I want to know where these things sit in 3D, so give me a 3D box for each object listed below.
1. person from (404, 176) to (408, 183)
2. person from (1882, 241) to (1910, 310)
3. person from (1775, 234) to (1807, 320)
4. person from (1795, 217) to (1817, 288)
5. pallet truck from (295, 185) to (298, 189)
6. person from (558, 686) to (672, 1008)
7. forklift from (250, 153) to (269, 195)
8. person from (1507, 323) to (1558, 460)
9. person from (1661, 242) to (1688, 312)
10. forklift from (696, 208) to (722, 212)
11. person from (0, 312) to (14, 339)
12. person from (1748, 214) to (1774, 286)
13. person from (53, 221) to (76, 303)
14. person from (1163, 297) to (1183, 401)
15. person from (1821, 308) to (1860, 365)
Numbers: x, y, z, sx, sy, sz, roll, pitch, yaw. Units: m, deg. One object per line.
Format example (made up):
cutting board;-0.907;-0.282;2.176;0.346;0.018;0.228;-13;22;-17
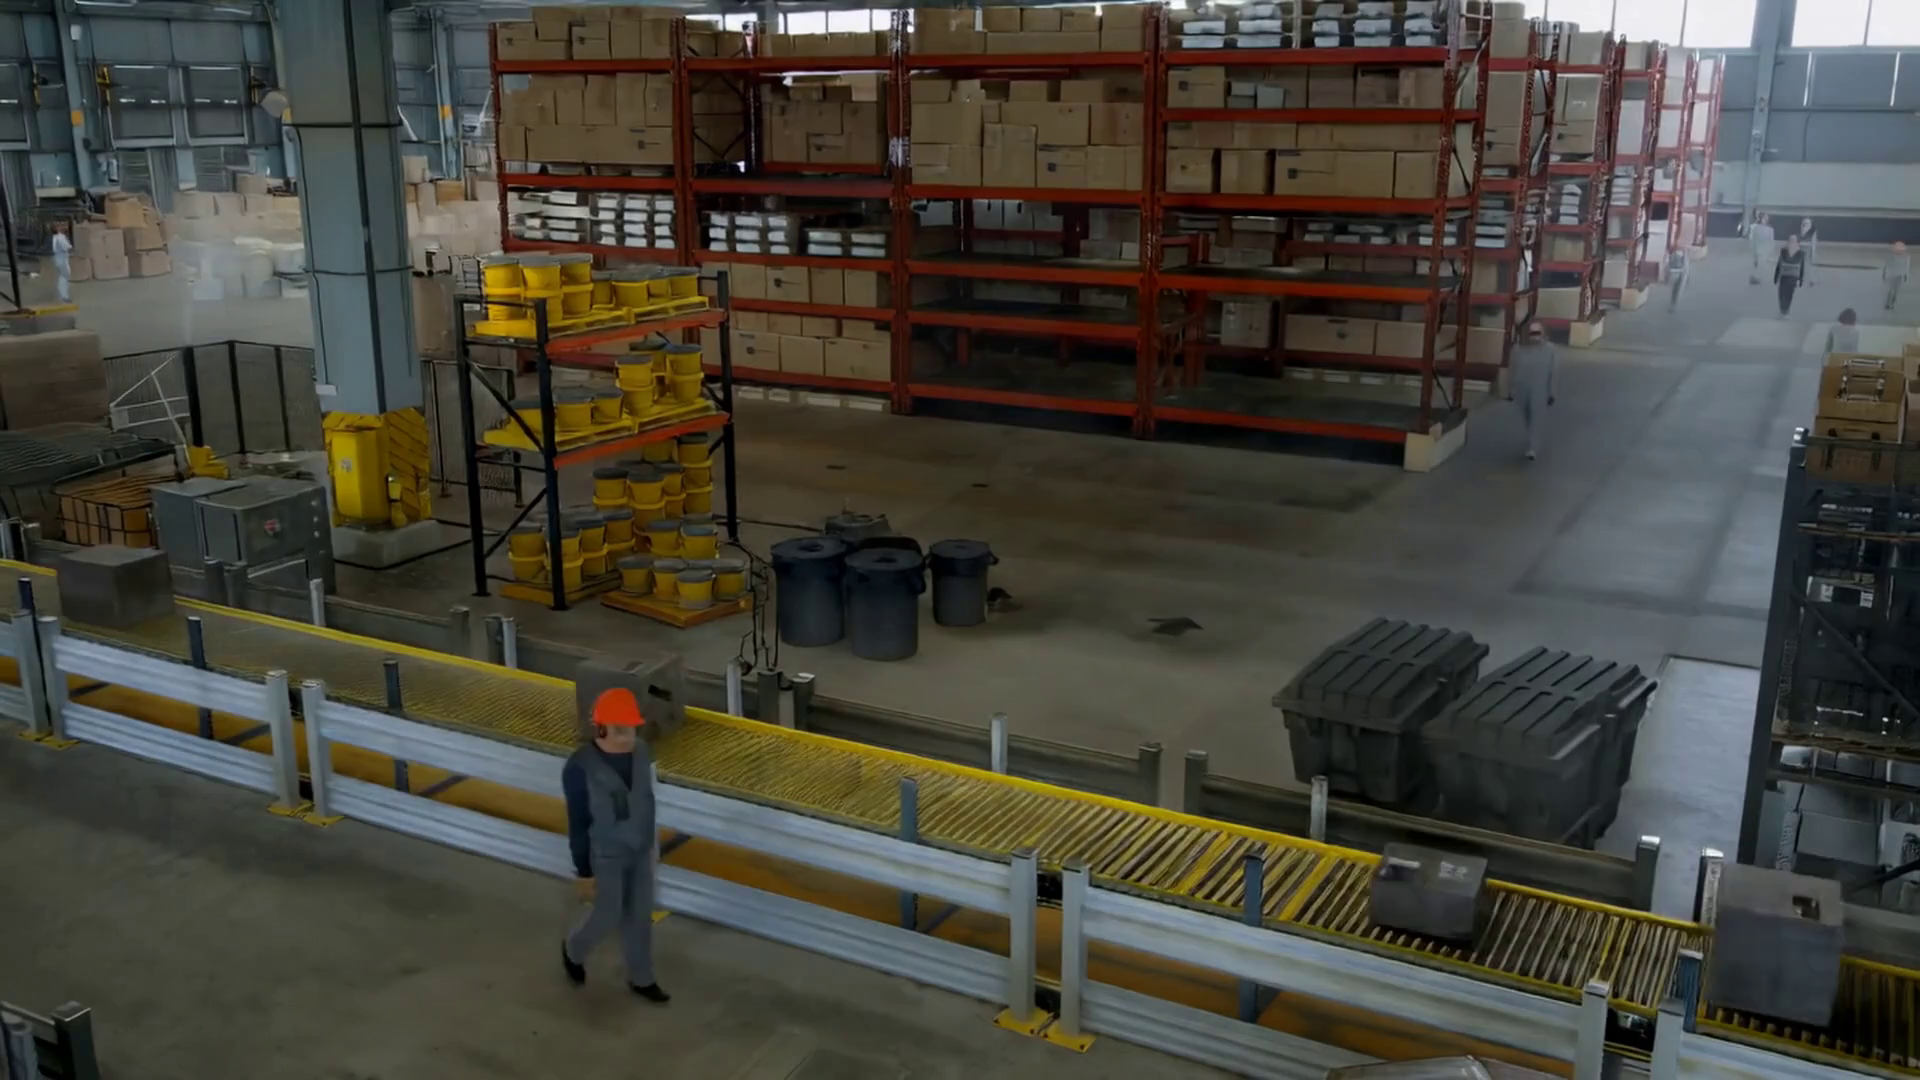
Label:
person;-23.887;-14.959;71.332;0.651;1.850;0.456;6;16;23
person;21.631;-6.102;38.461;0.528;1.600;0.739;9;17;31
person;18.424;-5.843;36.949;0.591;1.904;0.463;12;19;37
person;21.890;-7.439;43.109;0.445;1.819;0.578;-6;16;-23
pallet truck;-26.804;-14.617;69.738;1.885;1.965;0.823;-14;20;-42
person;-1.874;1.643;8.950;0.609;1.817;0.607;10;18;33
forklift;-25.800;-12.825;61.311;1.873;2.768;1.129;-8;17;-29
person;7.750;-2.024;22.659;0.637;1.855;0.964;10;18;32
person;16.423;-6.044;38.281;0.535;1.592;0.841;8;17;29
forklift;-4.931;-4.998;31.888;1.873;2.768;1.129;8;17;28
person;-13.566;-2.296;23.341;0.940;2.000;0.709;-9;17;-30
person;20.952;-7.596;43.586;0.829;1.880;0.650;-11;19;-37
person;-21.605;-6.697;40.056;0.380;1.958;0.606;-11;19;-37
person;3.455;-3.112;27.063;0.318;1.695;0.539;-3;15;-10
person;13.969;-2.857;26.278;0.759;1.602;0.537;-9;17;-30
